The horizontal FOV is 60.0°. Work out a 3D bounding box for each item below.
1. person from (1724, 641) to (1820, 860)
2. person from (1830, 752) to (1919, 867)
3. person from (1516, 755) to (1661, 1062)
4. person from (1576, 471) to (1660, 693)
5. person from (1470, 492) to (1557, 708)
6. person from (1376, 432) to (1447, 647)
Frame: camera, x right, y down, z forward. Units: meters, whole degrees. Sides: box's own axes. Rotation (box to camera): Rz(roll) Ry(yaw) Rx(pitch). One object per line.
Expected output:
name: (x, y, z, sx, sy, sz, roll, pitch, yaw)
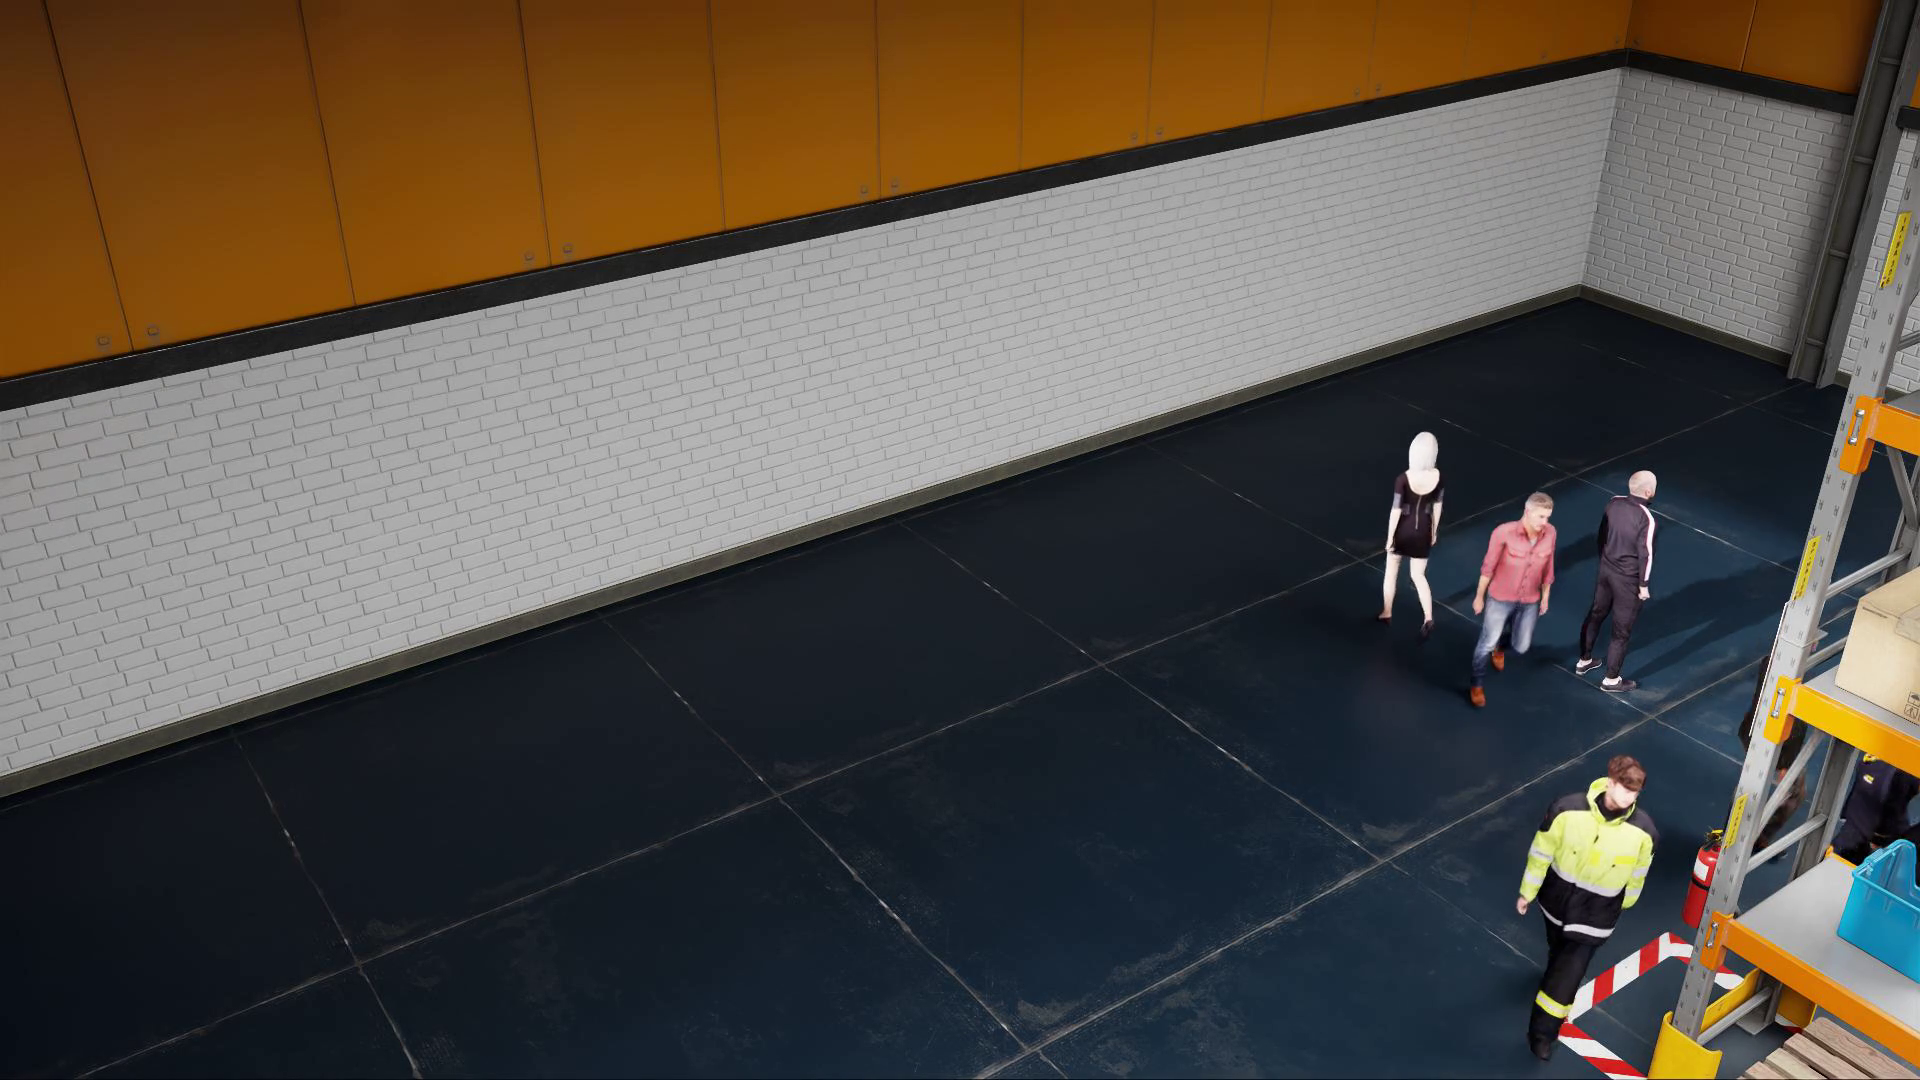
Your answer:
person: (5.250, 1.367, 10.898, 0.847, 1.793, 0.729, -6, 29, -11)
person: (5.721, 1.797, 10.252, 0.869, 1.658, 0.849, 13, 31, 22)
person: (3.620, 1.991, 9.625, 1.304, 1.917, 1.212, 16, 33, 27)
person: (5.085, 0.297, 12.814, 0.773, 1.837, 0.586, -11, 31, -20)
person: (4.201, 0.388, 12.676, 0.939, 1.810, 1.006, 0, 29, 0)
person: (3.669, 0.024, 13.345, 0.880, 1.808, 1.100, -5, 29, -9)
